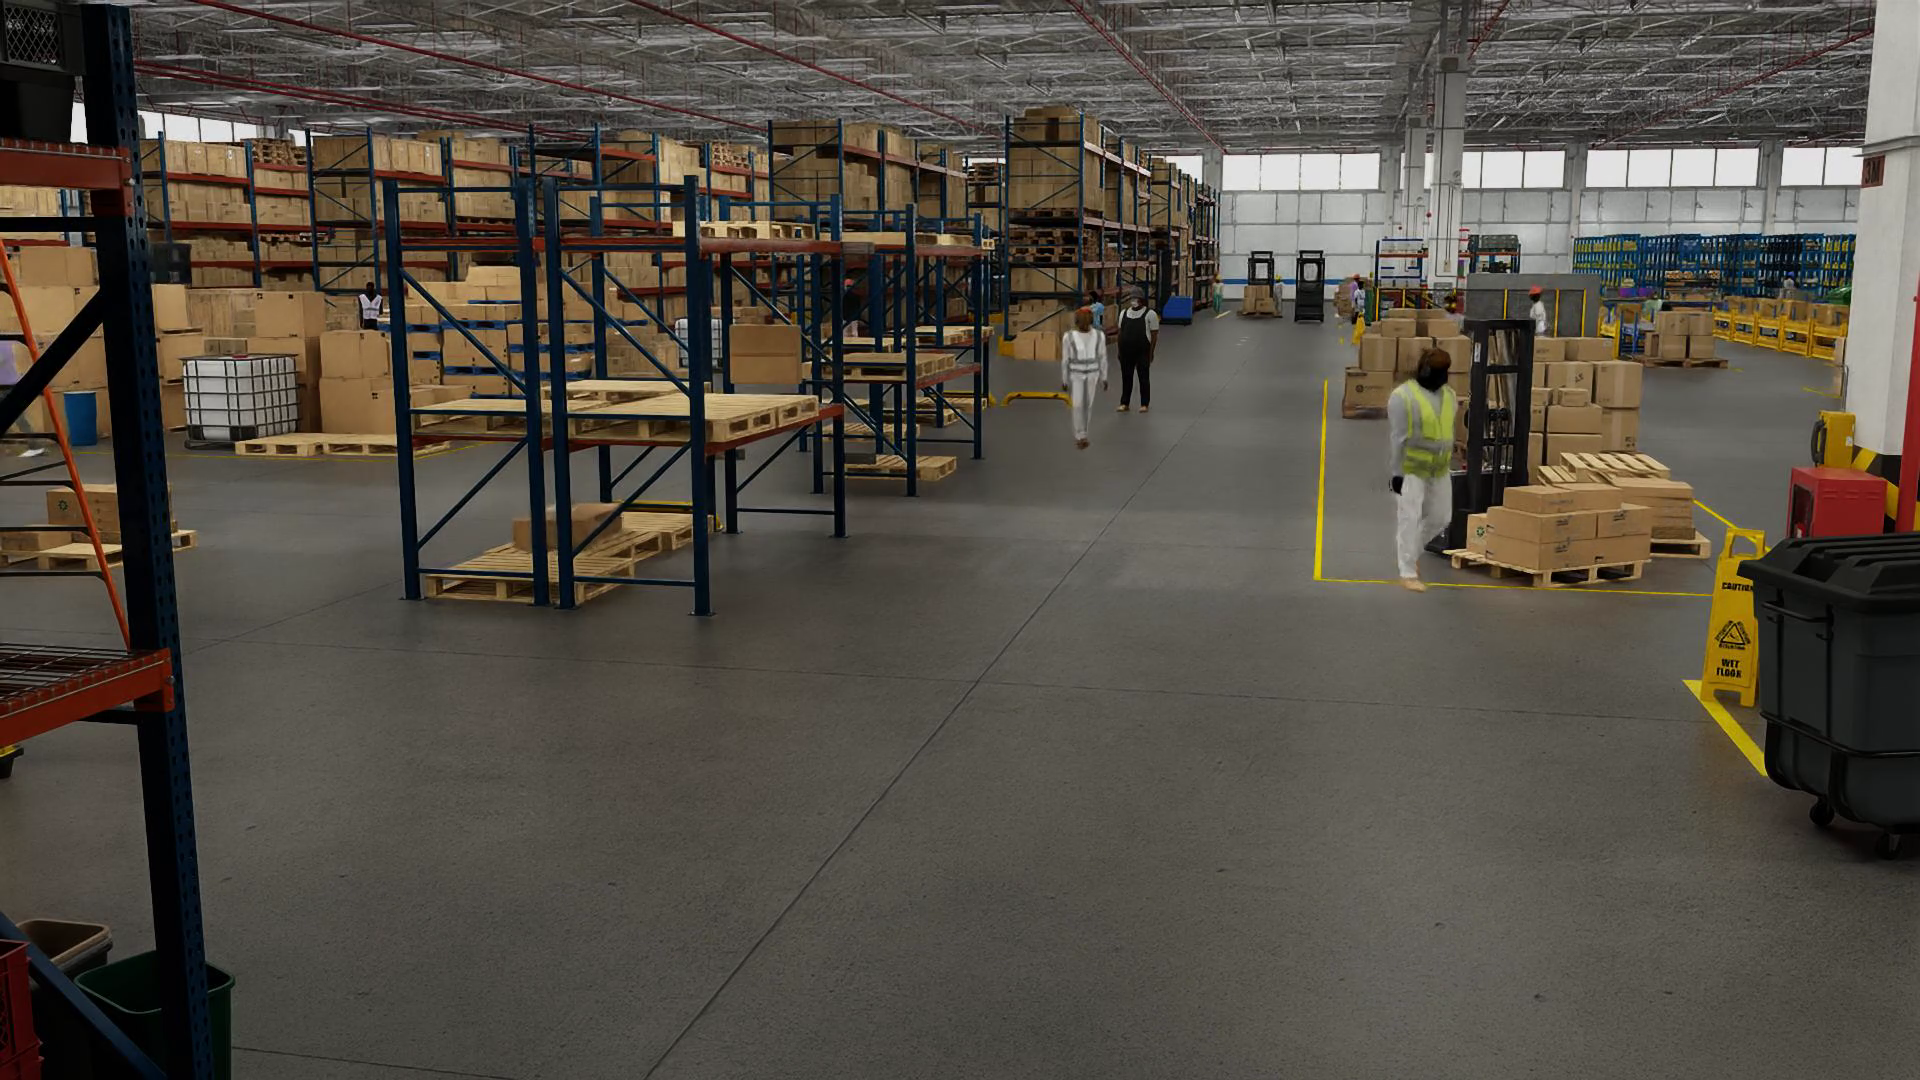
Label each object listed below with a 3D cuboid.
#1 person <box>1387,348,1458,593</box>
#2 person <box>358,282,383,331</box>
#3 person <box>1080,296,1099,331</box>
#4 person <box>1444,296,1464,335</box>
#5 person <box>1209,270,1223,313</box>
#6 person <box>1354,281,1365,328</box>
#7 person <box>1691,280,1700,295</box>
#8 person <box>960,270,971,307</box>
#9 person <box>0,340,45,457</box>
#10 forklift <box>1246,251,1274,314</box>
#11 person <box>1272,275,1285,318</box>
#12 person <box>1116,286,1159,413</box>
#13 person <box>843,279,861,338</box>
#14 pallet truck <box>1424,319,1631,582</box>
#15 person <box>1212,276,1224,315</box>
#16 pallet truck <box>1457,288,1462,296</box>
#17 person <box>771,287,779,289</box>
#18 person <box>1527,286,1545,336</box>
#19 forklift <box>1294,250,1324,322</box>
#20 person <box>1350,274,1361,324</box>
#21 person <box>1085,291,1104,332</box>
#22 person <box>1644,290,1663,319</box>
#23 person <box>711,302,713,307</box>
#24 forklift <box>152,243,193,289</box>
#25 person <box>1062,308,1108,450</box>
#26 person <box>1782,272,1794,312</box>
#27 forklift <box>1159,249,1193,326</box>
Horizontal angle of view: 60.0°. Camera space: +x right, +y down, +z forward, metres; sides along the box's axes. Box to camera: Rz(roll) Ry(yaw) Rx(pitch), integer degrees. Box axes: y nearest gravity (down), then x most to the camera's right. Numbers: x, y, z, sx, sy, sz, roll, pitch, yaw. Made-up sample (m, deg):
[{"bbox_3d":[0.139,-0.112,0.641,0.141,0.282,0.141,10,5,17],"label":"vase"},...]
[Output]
[{"bbox_3d":[3.441,-0.524,12.449,0.646,1.824,0.475,-4,10,-22],"label":"person"},{"bbox_3d":[-14.722,-5.493,41.614,0.587,1.911,0.397,-5,11,-25],"label":"person"},{"bbox_3d":[3.025,-4.886,38.857,0.382,1.626,0.520,-7,12,-35],"label":"person"},{"bbox_3d":[8.790,-3.410,29.486,0.641,1.845,0.567,-4,10,-23],"label":"person"},{"bbox_3d":[11.892,-11.523,77.172,0.628,1.964,0.919,2,10,14],"label":"person"},{"bbox_3d":[14.348,-8.438,59.669,0.541,1.696,0.315,-8,12,-39],"label":"person"},{"bbox_3d":[28.977,-9.483,65.734,0.746,1.744,0.527,0,10,-2],"label":"person"},{"bbox_3d":[0.272,-12.758,84.587,0.562,1.918,0.427,2,10,11],"label":"person"},{"bbox_3d":[-12.024,-1.938,20.755,1.080,1.843,0.611,-2,10,-9],"label":"person"},{"bbox_3d":[13.086,-11.149,72.229,1.129,2.768,1.873,2,10,12],"label":"forklift"},{"bbox_3d":[13.440,-10.277,70.204,0.404,1.826,0.592,-7,12,-35],"label":"person"},{"bbox_3d":[2.835,-3.080,26.929,0.685,2.000,0.538,5,11,27],"label":"person"},{"bbox_3d":[-2.775,-5.520,41.561,0.609,1.985,0.409,-3,10,-18],"label":"person"},{"bbox_3d":[4.543,-0.757,13.299,0.823,1.965,1.885,-4,10,-22],"label":"pallet truck"},{"bbox_3d":[11.523,-10.932,74.313,0.541,1.732,0.808,2,10,12],"label":"person"},{"bbox_3d":[20.506,-9.785,68.819,0.653,1.274,1.630,2,10,12],"label":"pallet truck"},{"bbox_3d":[-7.610,-9.782,67.876,0.501,1.613,0.689,3,10,15],"label":"person"},{"bbox_3d":[12.453,-4.576,36.229,0.972,1.884,0.571,1,10,5],"label":"person"},{"bbox_3d":[13.778,-10.002,65.433,1.129,2.768,1.873,2,10,12],"label":"forklift"},{"bbox_3d":[15.044,-9.138,63.133,0.400,1.926,0.566,-4,11,-24],"label":"person"},{"bbox_3d":[3.377,-5.409,41.760,0.568,1.689,0.320,7,12,37],"label":"person"},{"bbox_3d":[19.972,-6.415,47.975,0.500,1.606,0.735,0,10,2],"label":"person"},{"bbox_3d":[-6.556,-5.689,42.968,0.429,1.844,0.627,1,10,3],"label":"person"},{"bbox_3d":[-17.391,-5.192,36.948,1.873,2.768,1.129,2,10,12],"label":"forklift"},{"bbox_3d":[1.646,-2.093,21.714,0.580,1.828,0.992,-2,10,-9],"label":"person"},{"bbox_3d":[35.028,-10.355,70.313,0.402,1.938,0.602,-2,10,-14],"label":"person"},{"bbox_3d":[7.646,-9.320,61.395,1.873,2.768,1.129,2,10,11],"label":"forklift"}]
